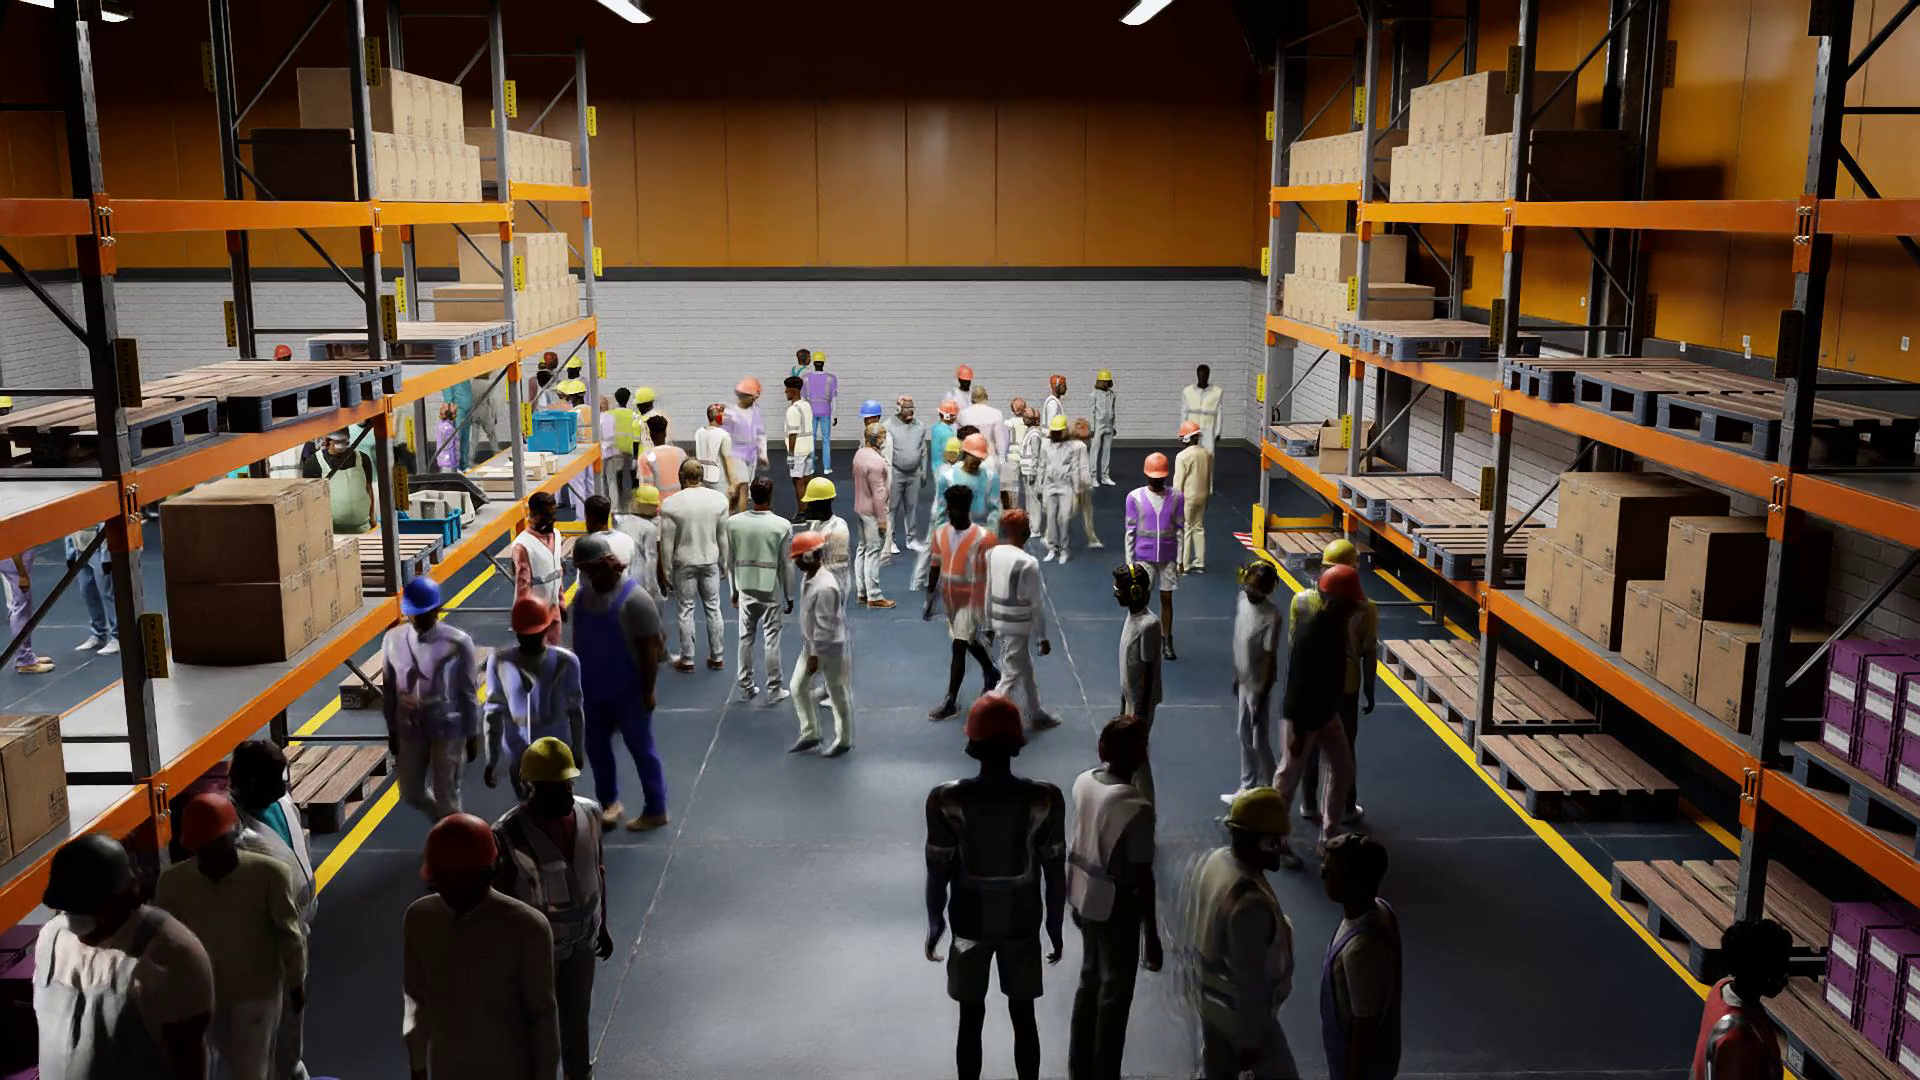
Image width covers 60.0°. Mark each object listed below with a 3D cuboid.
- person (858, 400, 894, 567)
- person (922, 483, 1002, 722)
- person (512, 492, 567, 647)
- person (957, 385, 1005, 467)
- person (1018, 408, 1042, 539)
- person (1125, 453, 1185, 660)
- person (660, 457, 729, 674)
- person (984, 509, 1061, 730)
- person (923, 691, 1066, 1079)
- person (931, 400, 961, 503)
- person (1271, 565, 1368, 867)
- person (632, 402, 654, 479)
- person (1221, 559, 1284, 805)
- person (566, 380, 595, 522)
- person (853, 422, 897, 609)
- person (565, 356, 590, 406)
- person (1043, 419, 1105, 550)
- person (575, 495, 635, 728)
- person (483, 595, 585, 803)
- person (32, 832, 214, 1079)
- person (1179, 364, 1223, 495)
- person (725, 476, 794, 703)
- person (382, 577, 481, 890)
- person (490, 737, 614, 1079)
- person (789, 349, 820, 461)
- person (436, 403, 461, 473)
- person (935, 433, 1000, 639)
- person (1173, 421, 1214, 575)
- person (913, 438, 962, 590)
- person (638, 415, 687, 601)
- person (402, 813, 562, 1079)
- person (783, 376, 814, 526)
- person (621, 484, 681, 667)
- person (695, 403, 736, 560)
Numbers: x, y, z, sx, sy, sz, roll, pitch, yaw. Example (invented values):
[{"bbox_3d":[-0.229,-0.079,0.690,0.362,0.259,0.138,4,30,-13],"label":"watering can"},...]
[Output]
[{"bbox_3d":[-0.984,-0.656,19.190,0.416,1.939,0.610,-7,13,-30],"label":"person"},{"bbox_3d":[0.071,0.458,13.667,0.608,1.920,1.026,10,15,41],"label":"person"},{"bbox_3d":[-3.328,0.551,13.210,0.402,1.909,0.599,3,12,15],"label":"person"},{"bbox_3d":[0.257,-1.002,21.032,0.670,1.901,0.564,4,12,20],"label":"person"},{"bbox_3d":[0.891,-0.844,20.860,0.309,1.645,0.515,-2,11,-9],"label":"person"},{"bbox_3d":[1.784,0.150,15.181,0.550,1.925,0.392,-1,11,-3],"label":"person"},{"bbox_3d":[-2.353,0.226,14.795,0.635,1.932,0.363,-6,13,-26],"label":"person"},{"bbox_3d":[0.421,0.666,12.823,0.984,1.833,0.590,-7,13,-33],"label":"person"},{"bbox_3d":[0.147,1.659,7.301,0.638,2.040,0.391,-1,11,-3],"label":"person"},{"bbox_3d":[-0.173,-0.891,20.857,0.354,1.738,0.577,-3,12,-14],"label":"person"},{"bbox_3d":[2.251,1.105,10.325,0.728,1.951,0.647,8,14,34],"label":"person"},{"bbox_3d":[-4.108,-1.079,21.943,0.321,1.691,0.534,8,14,36],"label":"person"},{"bbox_3d":[1.961,0.990,11.220,0.333,1.832,0.658,-3,12,-17],"label":"person"},{"bbox_3d":[-4.897,-1.104,21.503,0.396,1.913,0.591,4,12,21],"label":"person"},{"bbox_3d":[-0.903,-0.254,17.177,0.371,1.933,0.627,-5,12,-23],"label":"person"},{"bbox_3d":[-5.725,-1.793,24.906,0.369,1.928,0.585,2,11,9],"label":"person"},{"bbox_3d":[1.388,-0.660,20.135,0.800,1.615,0.536,-1,11,-5],"label":"person"},{"bbox_3d":[-2.758,0.596,12.985,0.405,1.909,0.597,7,13,31],"label":"person"},{"bbox_3d":[-2.494,1.258,9.694,0.554,1.892,0.951,0,11,0],"label":"person"},{"bbox_3d":[-2.966,1.913,6.041,0.685,2.000,0.903,2,11,8],"label":"person"},{"bbox_3d":[3.458,-1.575,23.898,0.596,1.901,0.491,3,12,12],"label":"person"},{"bbox_3d":[-1.663,0.421,13.869,0.584,1.911,0.392,2,12,12],"label":"person"},{"bbox_3d":[-3.222,1.139,10.218,0.621,1.923,0.590,1,11,6],"label":"person"},{"bbox_3d":[-1.784,1.754,7.351,0.403,1.837,0.591,9,15,39],"label":"person"},{"bbox_3d":[-2.564,-2.198,27.155,0.506,1.842,0.350,11,15,43],"label":"person"},{"bbox_3d":[-6.603,-0.965,21.506,0.312,1.631,0.523,-6,13,-28],"label":"person"},{"bbox_3d":[0.043,-0.072,16.129,0.638,2.002,0.925,-3,12,-15],"label":"person"},{"bbox_3d":[2.599,-0.479,18.792,0.575,1.740,0.354,-10,15,-40],"label":"person"},{"bbox_3d":[-0.200,-0.261,17.838,0.649,1.692,0.494,-2,11,-8],"label":"person"},{"bbox_3d":[-3.136,-0.343,17.540,0.364,1.962,0.612,10,15,42],"label":"person"},{"bbox_3d":[-1.756,1.935,6.077,0.621,1.985,0.408,3,12,15],"label":"person"},{"bbox_3d":[-2.110,-1.166,21.702,0.385,1.958,0.607,3,12,16],"label":"person"},{"bbox_3d":[-2.877,0.350,14.737,0.517,1.701,0.831,10,15,41],"label":"person"},{"bbox_3d":[-2.876,-0.686,19.560,0.569,1.845,0.382,9,14,38],"label":"person"}]
